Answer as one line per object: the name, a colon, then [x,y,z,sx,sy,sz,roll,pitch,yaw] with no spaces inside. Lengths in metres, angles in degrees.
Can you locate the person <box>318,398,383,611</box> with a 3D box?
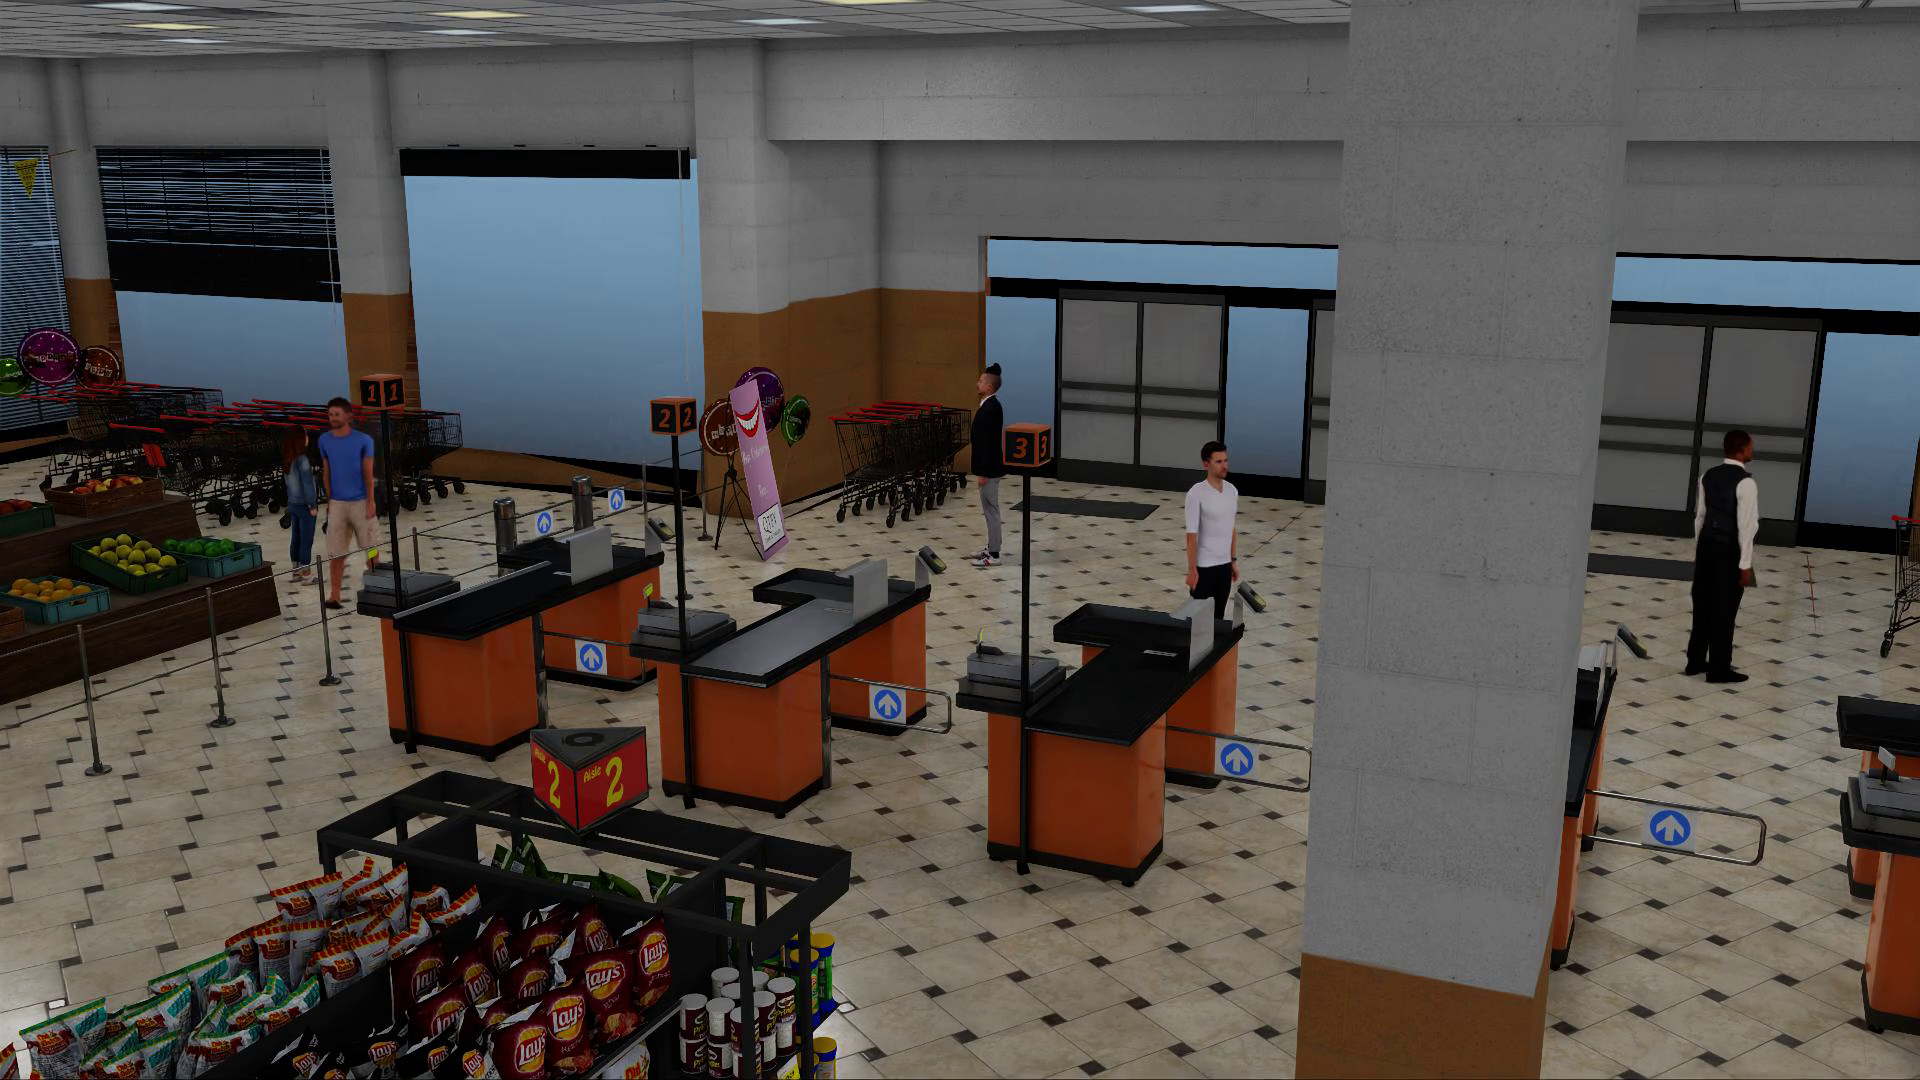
person: [-5.306,-0.334,14.610,1.009,1.822,1.268,-1,14,-2]

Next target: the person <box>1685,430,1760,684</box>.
person: [5.757,0.113,12.566,0.829,1.917,0.763,-5,14,-18]

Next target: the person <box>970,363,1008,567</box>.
person: [0.285,-0.729,15.984,0.848,1.943,0.694,0,14,1]

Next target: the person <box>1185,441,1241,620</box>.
person: [1.873,0.170,12.472,0.683,1.851,0.808,-10,17,-35]

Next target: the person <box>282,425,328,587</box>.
person: [-6.077,-0.327,15.322,0.592,1.474,0.615,-13,19,-43]
